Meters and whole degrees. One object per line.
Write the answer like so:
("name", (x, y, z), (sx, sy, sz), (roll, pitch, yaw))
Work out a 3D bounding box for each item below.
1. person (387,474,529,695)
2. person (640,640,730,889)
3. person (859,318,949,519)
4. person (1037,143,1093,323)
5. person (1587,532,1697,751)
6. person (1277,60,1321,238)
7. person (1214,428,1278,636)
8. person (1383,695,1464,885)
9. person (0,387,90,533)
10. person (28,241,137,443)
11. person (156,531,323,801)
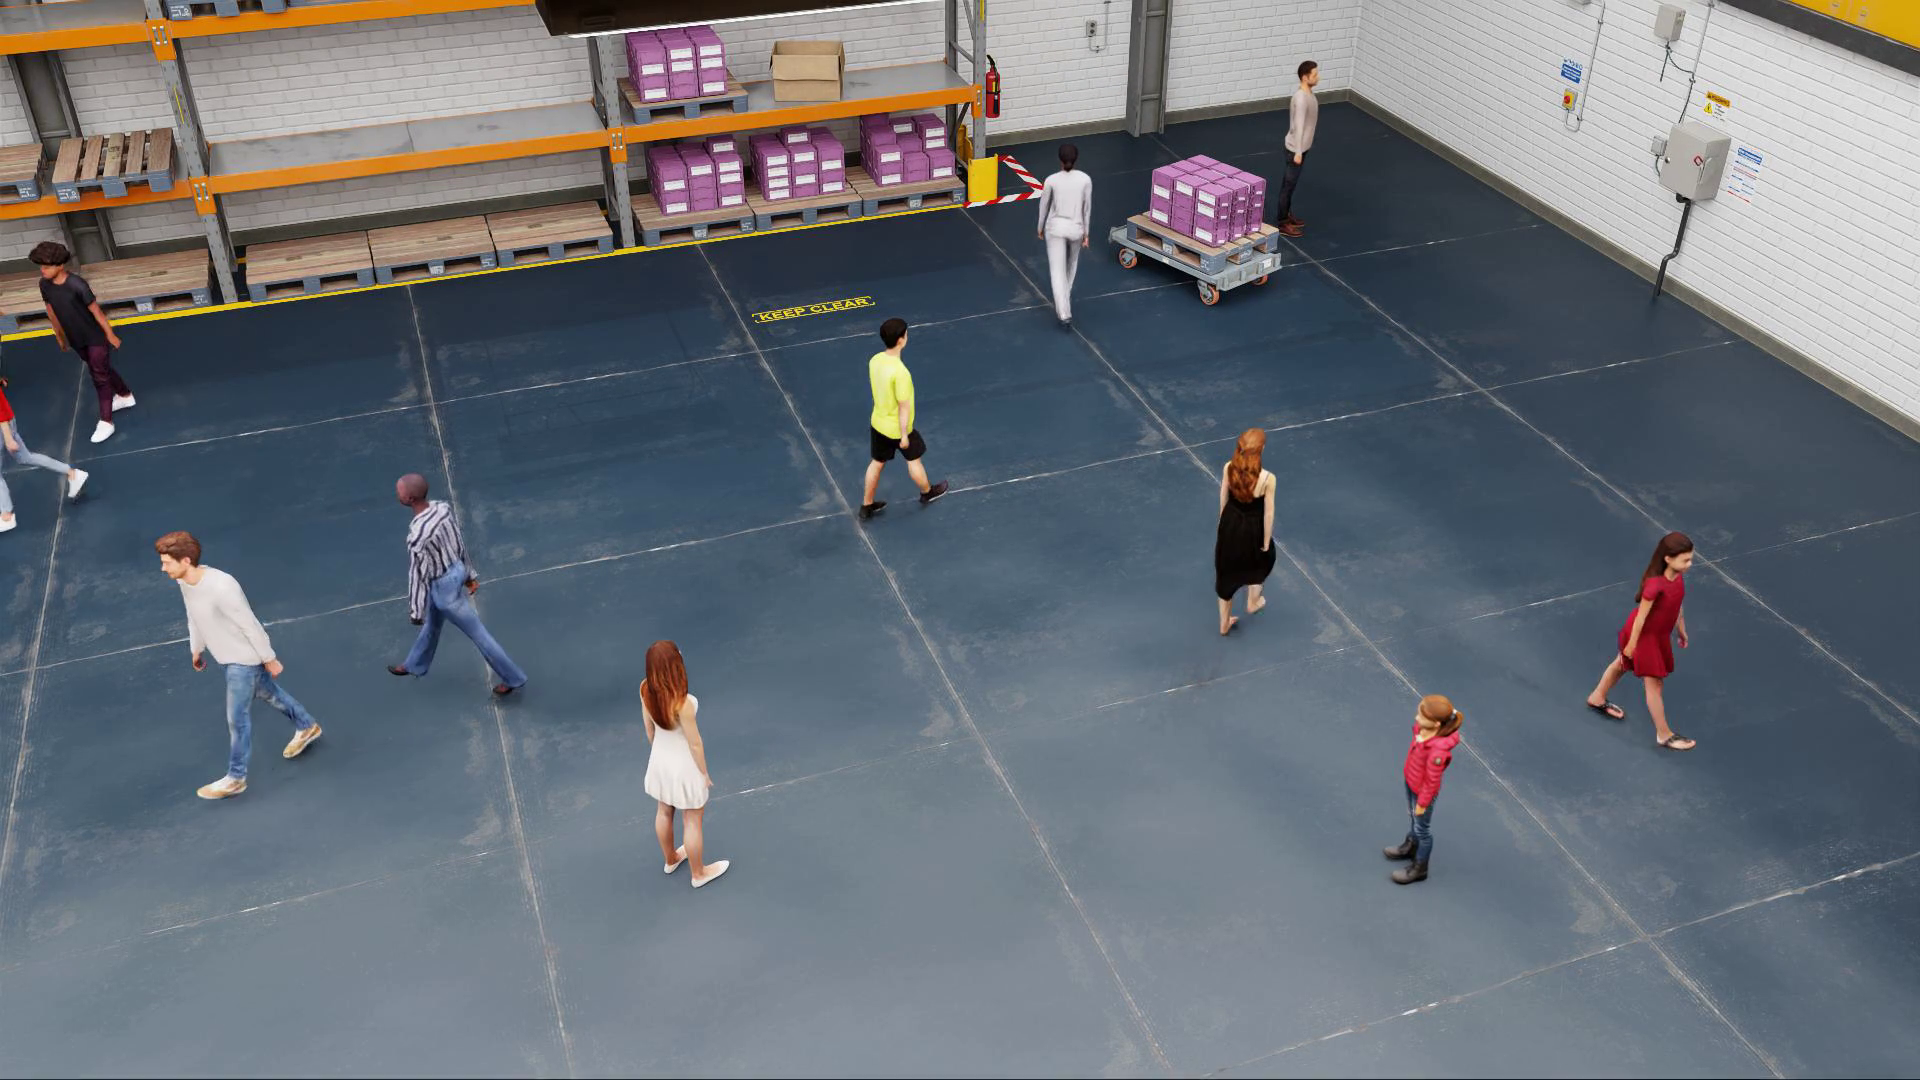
("person", (-3.282, 0.362, 10.955), (1.320, 1.729, 1.006), (3, 34, 5))
("person", (-1.636, 1.283, 9.585), (0.648, 1.712, 0.685), (21, 39, 29))
("person", (-0.579, -0.893, 12.897), (1.106, 1.670, 0.885), (-26, 41, -33))
("person", (1.014, -2.909, 15.896), (1.149, 1.707, 0.919), (-3, 34, -4))
("person", (4.406, 0.577, 10.822), (0.895, 1.518, 0.995), (26, 42, 34))
("person", (3.582, -4.172, 17.653), (0.763, 1.865, 0.744), (9, 35, 13))
("person", (1.942, -0.018, 11.637), (0.828, 1.607, 0.898), (16, 37, 23))
("person", (2.715, 1.436, 9.712), (0.574, 1.315, 0.567), (-1, 34, -2))
("person", (-7.357, -0.884, 12.876), (1.160, 1.677, 0.835), (-23, 40, -30))
("person", (-7.392, -1.771, 14.159), (1.027, 1.734, 1.037), (10, 35, 15))
("person", (-4.399, 0.684, 10.370), (1.069, 1.841, 1.245), (19, 38, 26))
